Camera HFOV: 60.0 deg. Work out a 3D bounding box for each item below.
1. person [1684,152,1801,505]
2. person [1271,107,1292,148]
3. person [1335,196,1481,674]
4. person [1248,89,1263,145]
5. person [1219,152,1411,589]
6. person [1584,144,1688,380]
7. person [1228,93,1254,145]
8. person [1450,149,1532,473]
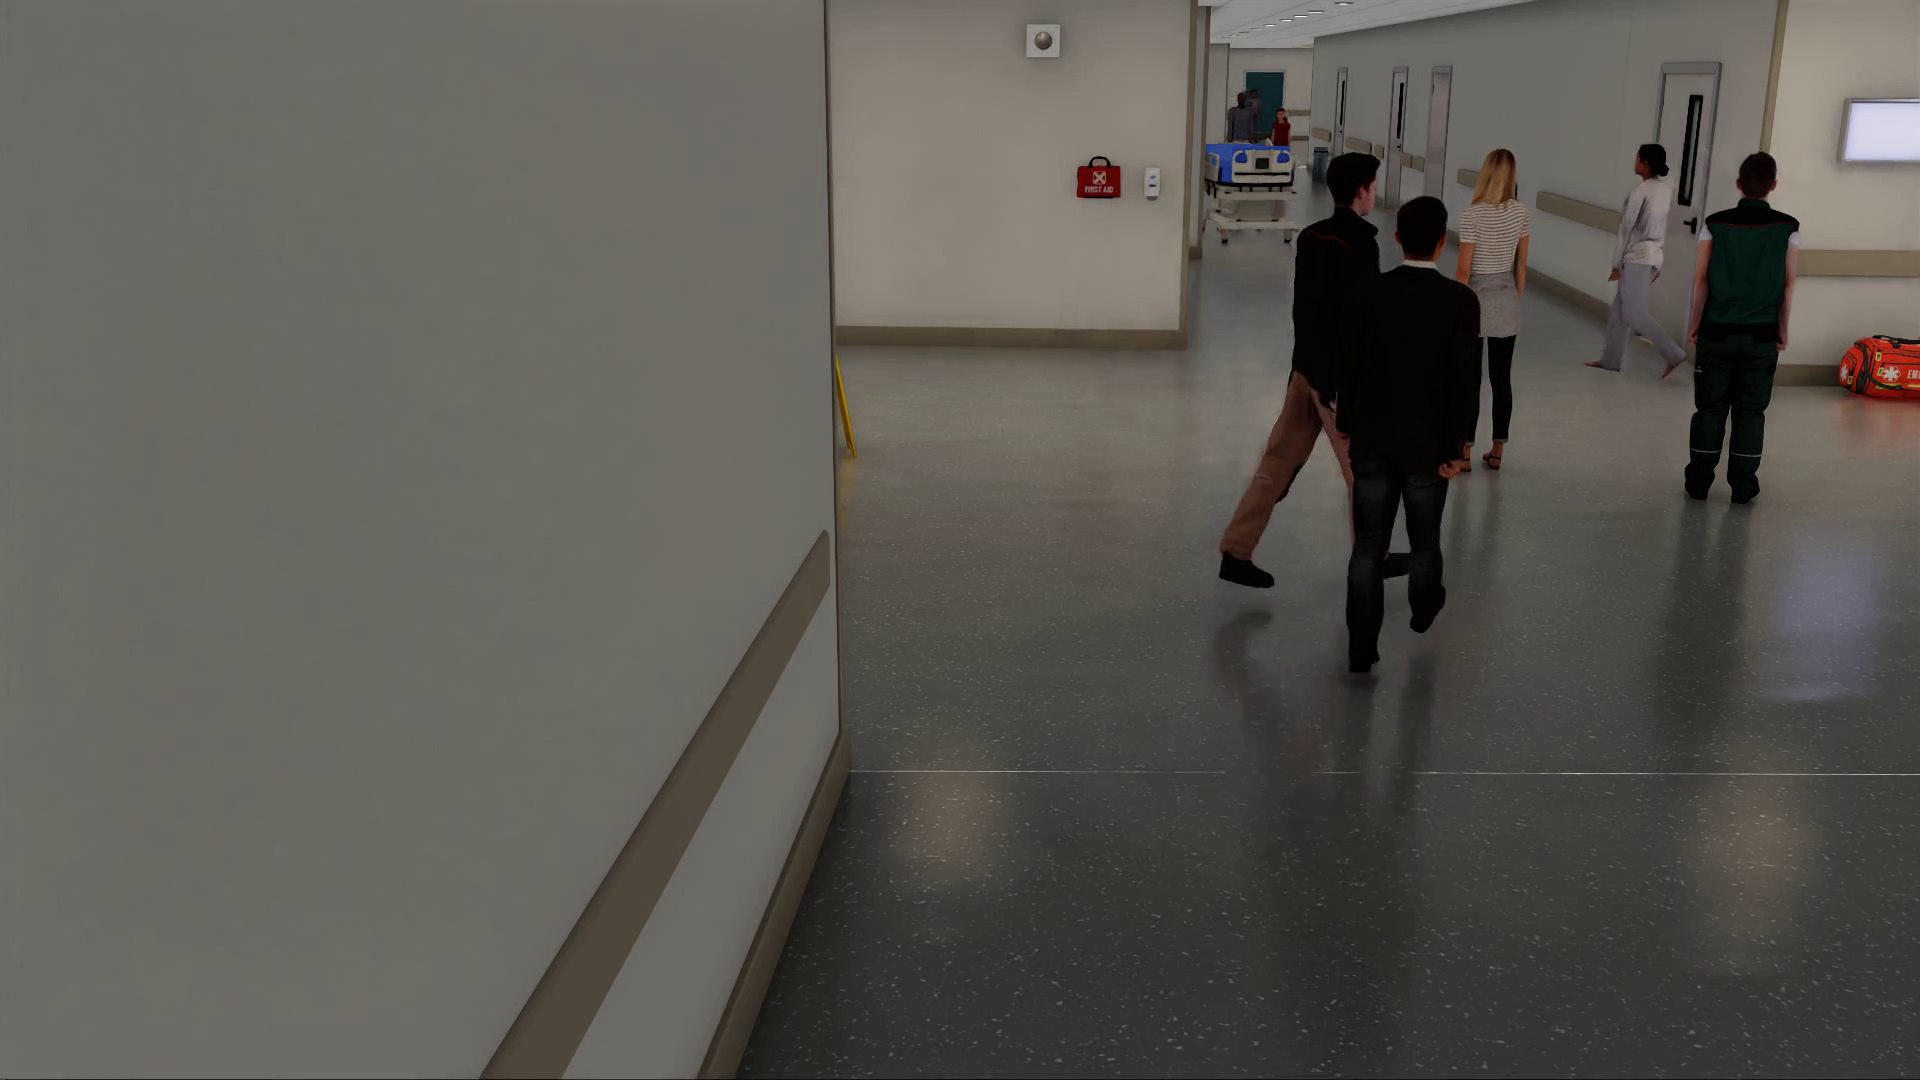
[{"bbox_3d":[4.138,-1.123,8.837,0.647,1.842,0.781,7,17,24],"label":"person"},{"bbox_3d":[6.404,-7.828,33.185,0.910,1.531,0.692,3,16,11],"label":"person"},{"bbox_3d":[1.633,-0.350,6.249,1.161,1.763,1.011,7,17,24],"label":"person"},{"bbox_3d":[9.117,-13.095,51.622,1.165,1.672,0.846,-2,16,-8],"label":"person"},{"bbox_3d":[1.496,-0.655,7.113,1.373,1.881,1.138,-7,17,-24],"label":"person"},{"bbox_3d":[5.126,-2.045,12.364,1.094,1.707,1.135,-12,20,-37],"label":"person"},{"bbox_3d":[5.580,-7.989,33.201,0.619,1.839,0.806,-4,16,-14],"label":"person"},{"bbox_3d":[3.023,-1.304,9.514,0.562,1.827,0.710,-3,16,-12],"label":"person"}]
